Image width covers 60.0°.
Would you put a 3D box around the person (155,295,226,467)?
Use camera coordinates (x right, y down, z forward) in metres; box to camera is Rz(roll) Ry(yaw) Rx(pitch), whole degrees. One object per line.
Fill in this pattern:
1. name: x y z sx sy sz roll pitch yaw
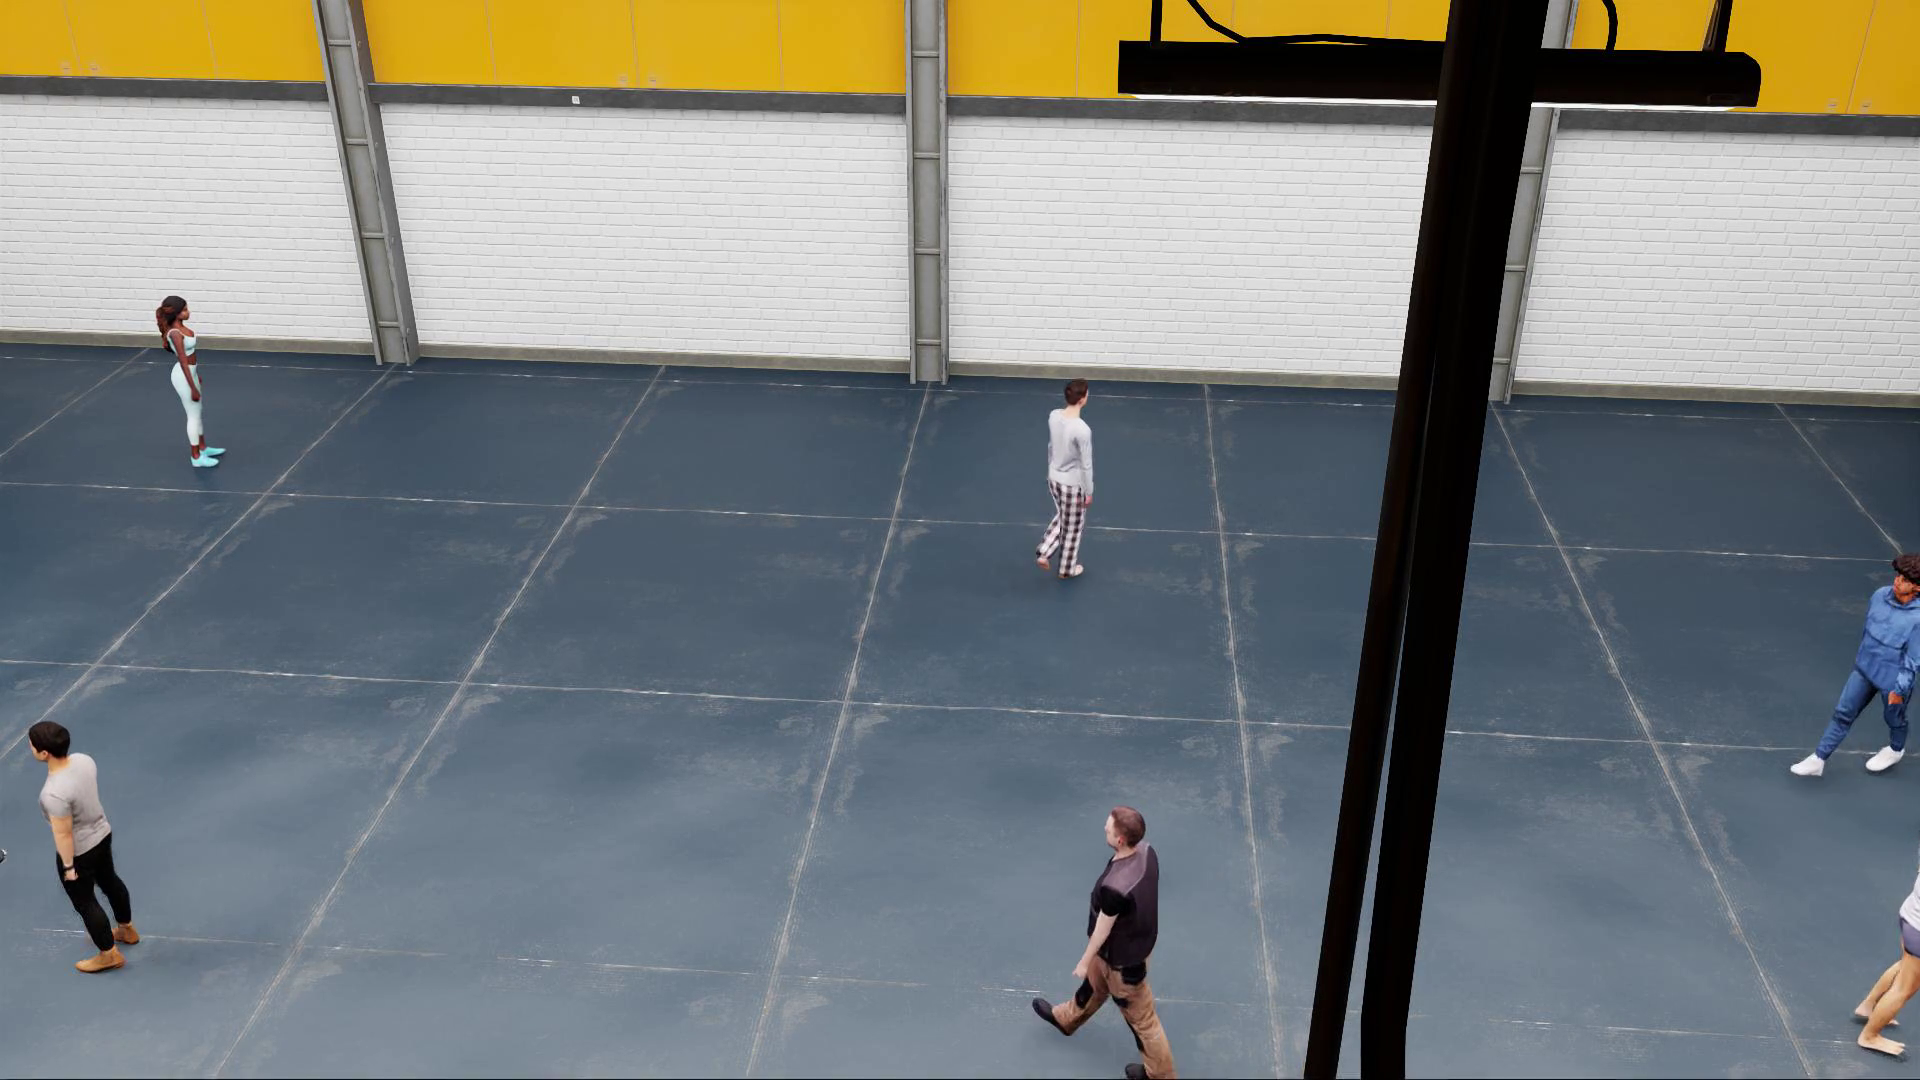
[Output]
1. person: -7.431 -1.534 15.990 0.662 1.723 0.648 -10 30 -18

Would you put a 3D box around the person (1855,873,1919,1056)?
1. person: 5.340 2.152 9.236 0.611 1.720 0.631 7 29 12

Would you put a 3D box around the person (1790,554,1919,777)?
1. person: 6.457 0.896 11.488 1.265 1.768 1.013 -10 30 -17

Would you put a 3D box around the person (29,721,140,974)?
1. person: -5.188 1.794 9.891 0.542 1.722 0.598 2 29 4

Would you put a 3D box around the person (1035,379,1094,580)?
1. person: 0.845 -0.463 13.907 0.907 1.837 0.846 -20 35 -32

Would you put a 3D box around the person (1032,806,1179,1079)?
1. person: 0.974 2.248 8.990 1.257 1.787 0.959 13 31 22
